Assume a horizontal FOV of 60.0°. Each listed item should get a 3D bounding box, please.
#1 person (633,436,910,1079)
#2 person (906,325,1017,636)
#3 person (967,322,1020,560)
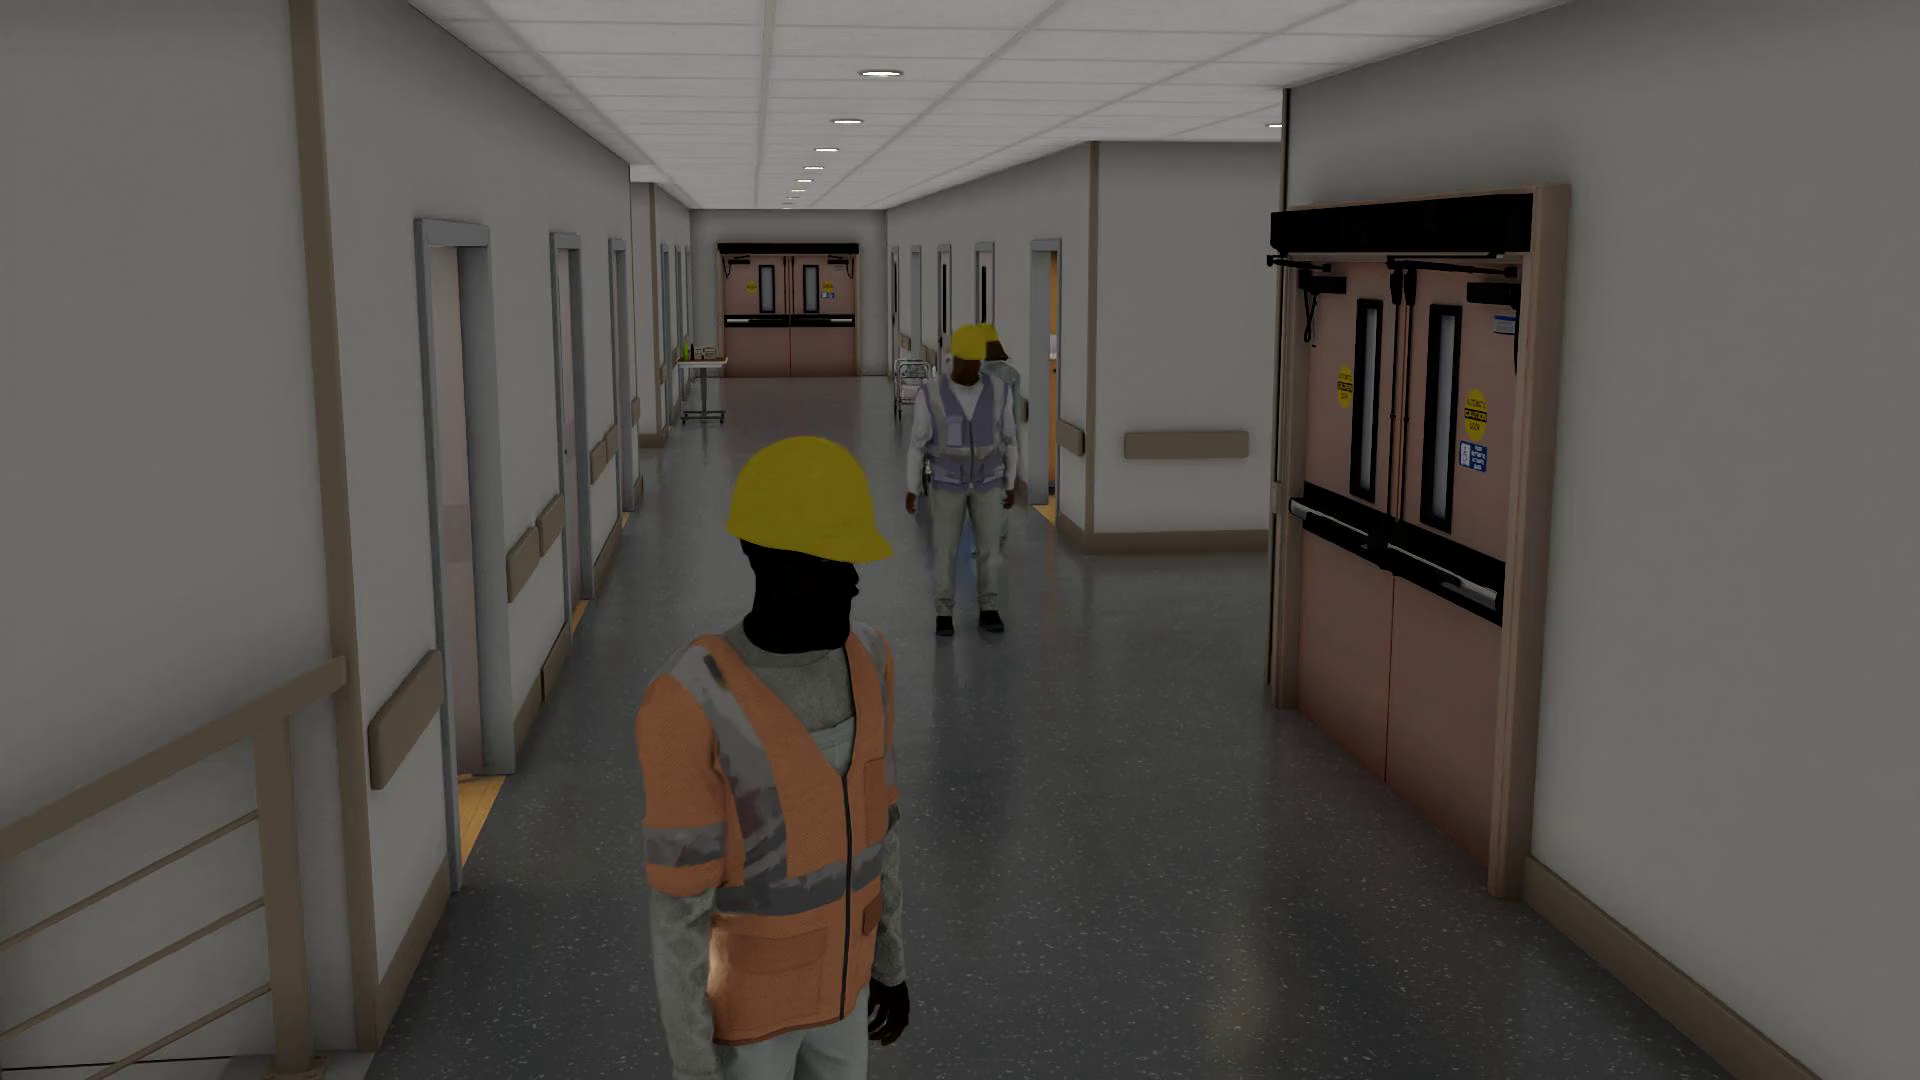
[{"bbox_3d":[-0.285,0.772,2.901,0.397,1.920,0.586,7,12,35],"label":"person"},{"bbox_3d":[0.009,-0.338,9.669,0.652,1.815,0.430,-1,10,-8],"label":"person"},{"bbox_3d":[0.212,-0.710,12.095,0.493,1.726,0.402,-2,10,-13],"label":"person"}]
